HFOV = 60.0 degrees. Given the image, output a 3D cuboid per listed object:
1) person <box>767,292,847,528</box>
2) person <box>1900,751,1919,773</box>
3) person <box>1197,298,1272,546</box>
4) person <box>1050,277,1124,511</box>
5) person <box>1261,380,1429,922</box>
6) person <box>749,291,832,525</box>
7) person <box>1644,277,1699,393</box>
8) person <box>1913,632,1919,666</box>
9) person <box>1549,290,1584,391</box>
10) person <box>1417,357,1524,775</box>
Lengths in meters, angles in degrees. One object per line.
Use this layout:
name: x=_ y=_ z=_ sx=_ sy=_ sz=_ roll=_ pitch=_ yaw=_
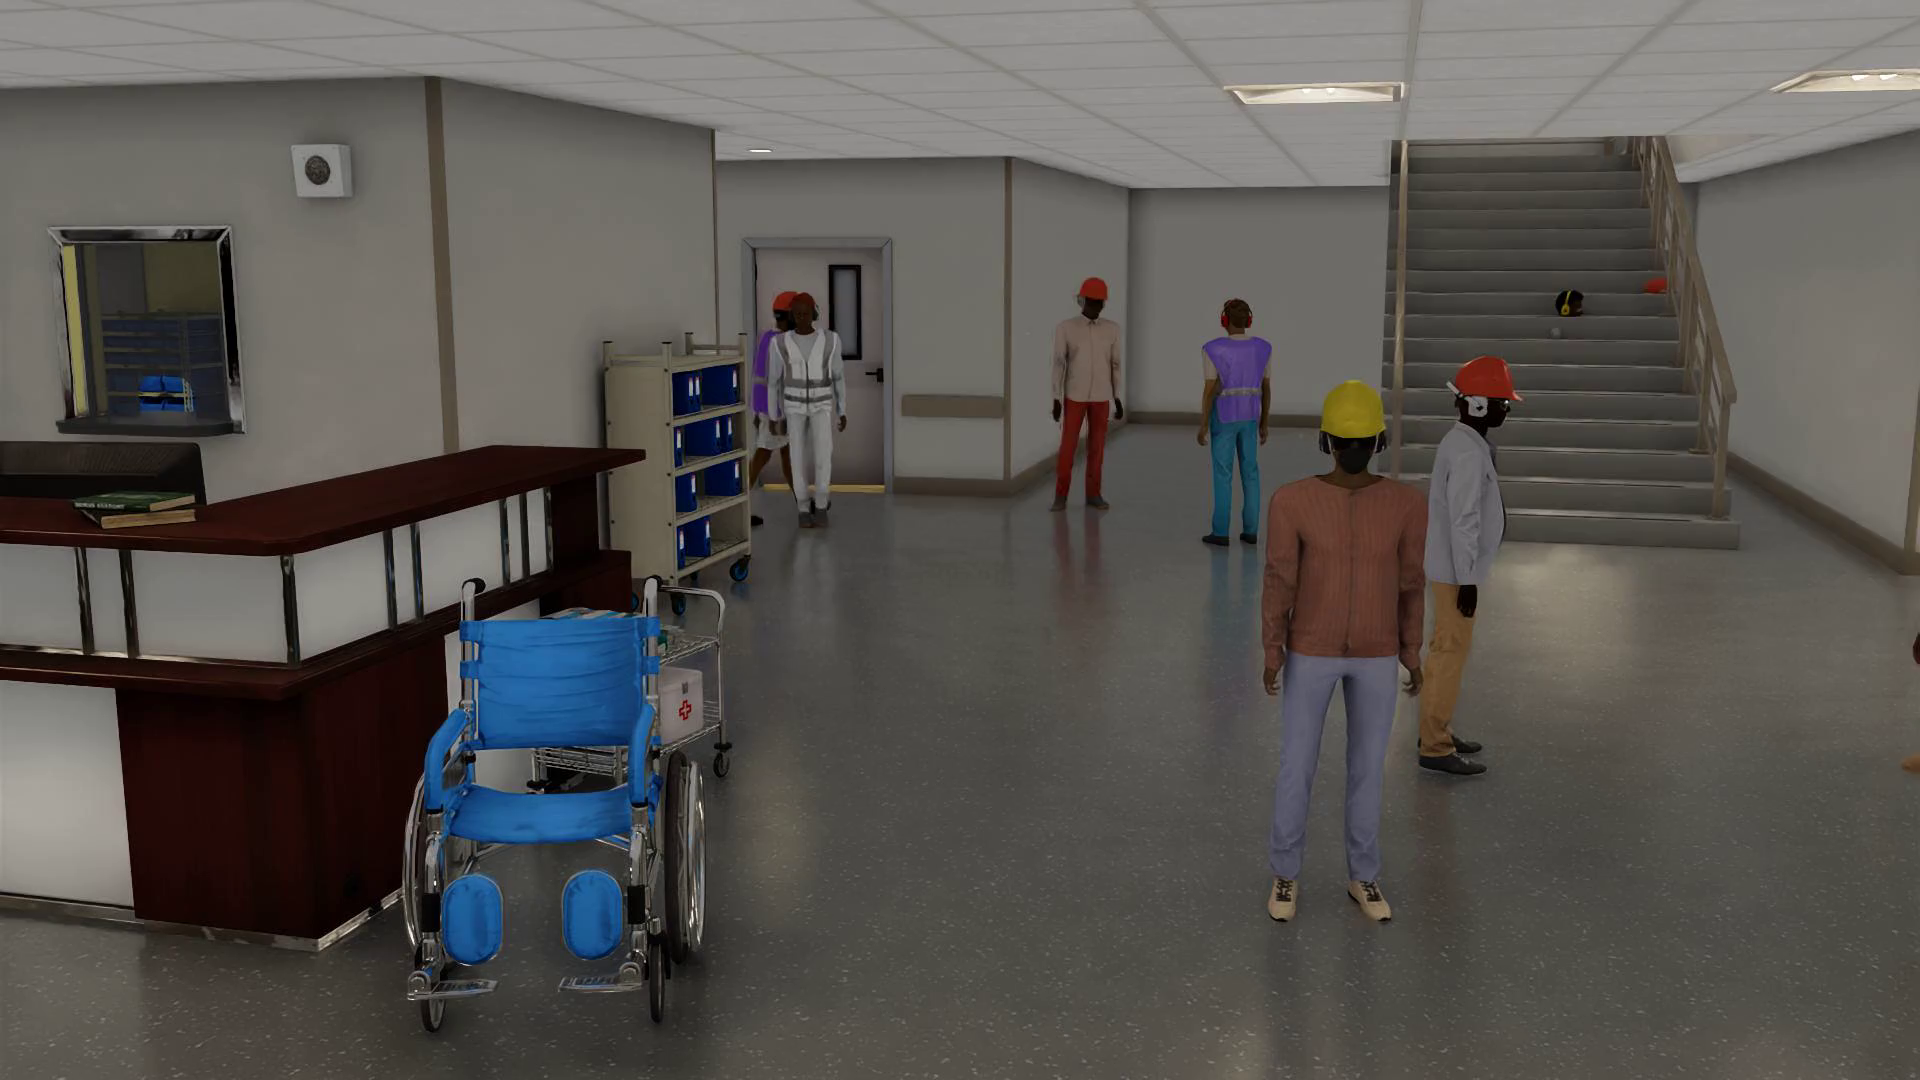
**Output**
person: x=-1.210 y=-1.008 z=13.130 sx=0.626 sy=1.869 sz=0.493 roll=-1 pitch=10 yaw=-5
person: x=4.318 y=0.095 z=6.880 sx=0.660 sy=1.811 sz=0.637 roll=-3 pitch=10 yaw=-16
person: x=2.056 y=-0.870 z=12.421 sx=0.575 sy=1.840 sz=0.375 roll=-3 pitch=10 yaw=-19
person: x=1.065 y=-1.224 z=14.136 sx=0.679 sy=1.982 sz=0.388 roll=-3 pitch=10 yaw=-15
person: x=1.236 y=0.369 z=5.354 sx=0.533 sy=1.766 sz=0.326 roll=0 pitch=10 yaw=0
person: x=-1.502 y=-1.074 z=13.511 sx=0.955 sy=1.895 sz=0.590 roll=-4 pitch=10 yaw=-23
person: x=6.474 y=-1.420 z=15.296 sx=0.631 sy=1.965 sz=0.618 roll=-3 pitch=10 yaw=-15
person: x=3.521 y=0.273 z=5.516 sx=0.513 sy=1.943 sz=0.639 roll=-2 pitch=10 yaw=-14
person: x=5.453 y=-1.342 z=15.186 sx=0.367 sy=1.855 sz=0.530 roll=6 pitch=11 yaw=32
person: x=2.137 y=0.104 z=6.982 sx=0.361 sy=1.742 sz=0.563 roll=2 pitch=10 yaw=14
